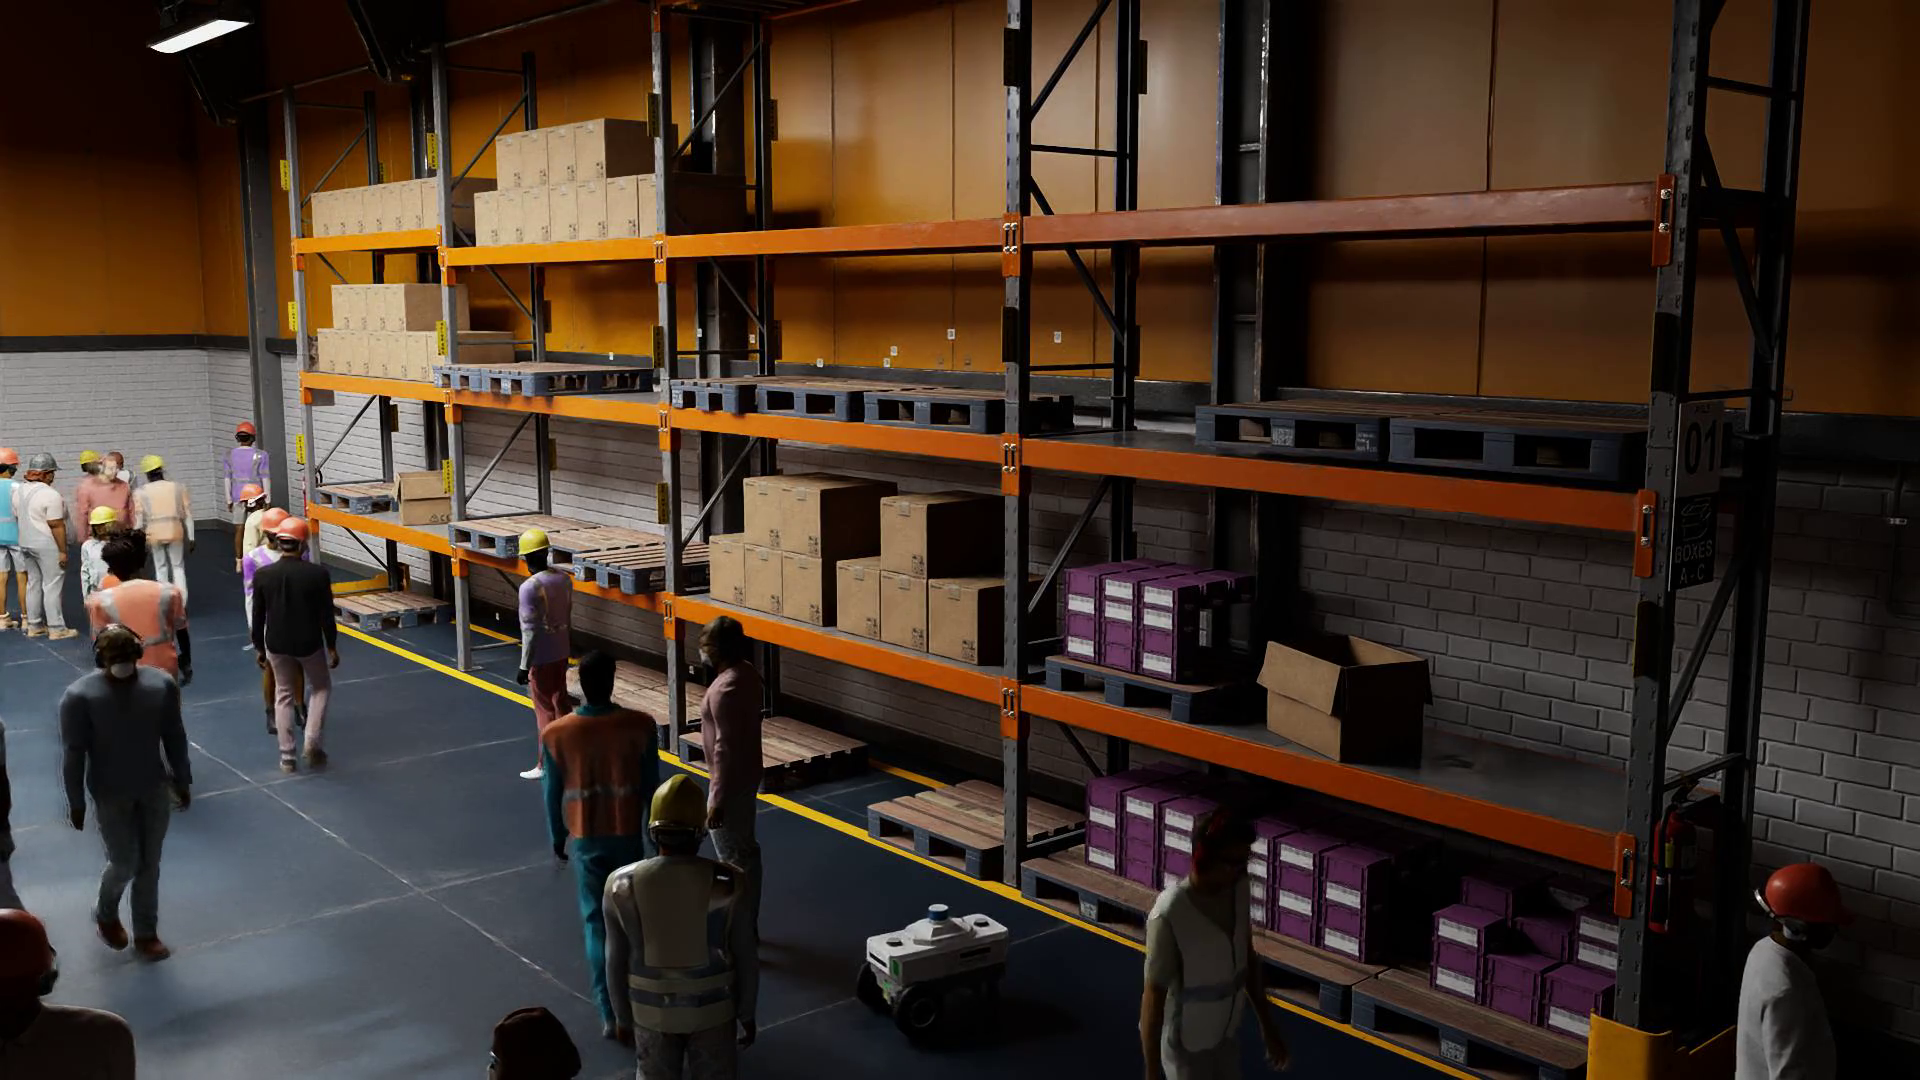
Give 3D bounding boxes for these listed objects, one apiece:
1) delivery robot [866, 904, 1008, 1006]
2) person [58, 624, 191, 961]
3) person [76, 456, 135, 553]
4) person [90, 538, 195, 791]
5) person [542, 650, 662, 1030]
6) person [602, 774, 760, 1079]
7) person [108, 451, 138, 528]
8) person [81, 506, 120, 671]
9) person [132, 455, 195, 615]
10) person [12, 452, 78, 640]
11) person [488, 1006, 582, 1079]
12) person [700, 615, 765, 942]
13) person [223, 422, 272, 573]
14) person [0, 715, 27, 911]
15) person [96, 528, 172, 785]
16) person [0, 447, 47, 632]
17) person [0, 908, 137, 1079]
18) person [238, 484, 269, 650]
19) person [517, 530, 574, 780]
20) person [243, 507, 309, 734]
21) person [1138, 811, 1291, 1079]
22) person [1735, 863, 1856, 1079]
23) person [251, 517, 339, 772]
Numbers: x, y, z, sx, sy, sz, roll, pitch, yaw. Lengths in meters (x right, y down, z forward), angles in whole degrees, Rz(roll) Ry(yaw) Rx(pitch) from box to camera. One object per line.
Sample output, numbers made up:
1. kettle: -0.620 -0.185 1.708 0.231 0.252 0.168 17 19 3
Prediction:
1. delivery robot: -0.110 2.108 8.506 0.707 0.478 0.477 -5 10 -31
2. person: -4.572 1.384 9.166 0.457 1.912 0.649 6 10 36
3. person: -9.791 -0.039 19.251 0.984 1.852 0.659 6 10 34
4. person: -5.985 0.937 12.209 0.665 1.929 0.485 -4 9 -27
5. person: -1.830 1.489 8.608 0.608 1.857 1.020 -2 8 -11
6. person: -1.071 1.811 6.477 0.590 1.833 0.404 0 8 -3
7. person: -11.273 -0.370 22.305 0.309 1.641 0.514 8 11 43
8. person: -7.958 0.549 15.556 0.493 1.743 0.296 -1 8 -5
9. person: -9.165 -0.040 19.156 0.621 1.887 0.432 -4 9 -27
10. person: -9.851 0.051 17.990 0.681 2.000 0.535 4 9 27
11. person: -1.227 2.143 4.856 0.279 1.634 0.497 -5 10 -31
12. person: -1.272 1.366 9.206 0.372 1.939 0.631 0 8 3
13. person: -9.566 -0.574 22.381 0.604 2.034 0.417 -1 8 -4
14. person: -5.154 1.480 8.729 0.535 1.856 0.365 5 9 30
15. person: -6.202 0.879 12.490 0.602 1.967 0.366 6 10 36
16. person: -10.458 -0.003 18.342 0.607 2.048 0.366 1 8 4
17. person: -2.626 1.988 4.717 0.617 1.986 0.408 -4 9 -24
18. person: -7.367 0.278 17.457 0.354 1.740 0.575 0 8 -2
19. person: -3.185 0.874 12.704 0.382 1.917 0.585 3 9 20
20. person: -5.730 0.676 14.052 0.549 1.927 0.393 -7 11 -41
21. person: 0.885 1.869 6.121 0.465 1.817 0.602 6 10 37
22. person: 2.847 1.957 5.731 0.329 1.751 0.567 3 9 20
23. person: -5.154 0.808 12.926 0.660 1.978 0.461 0 8 -1
